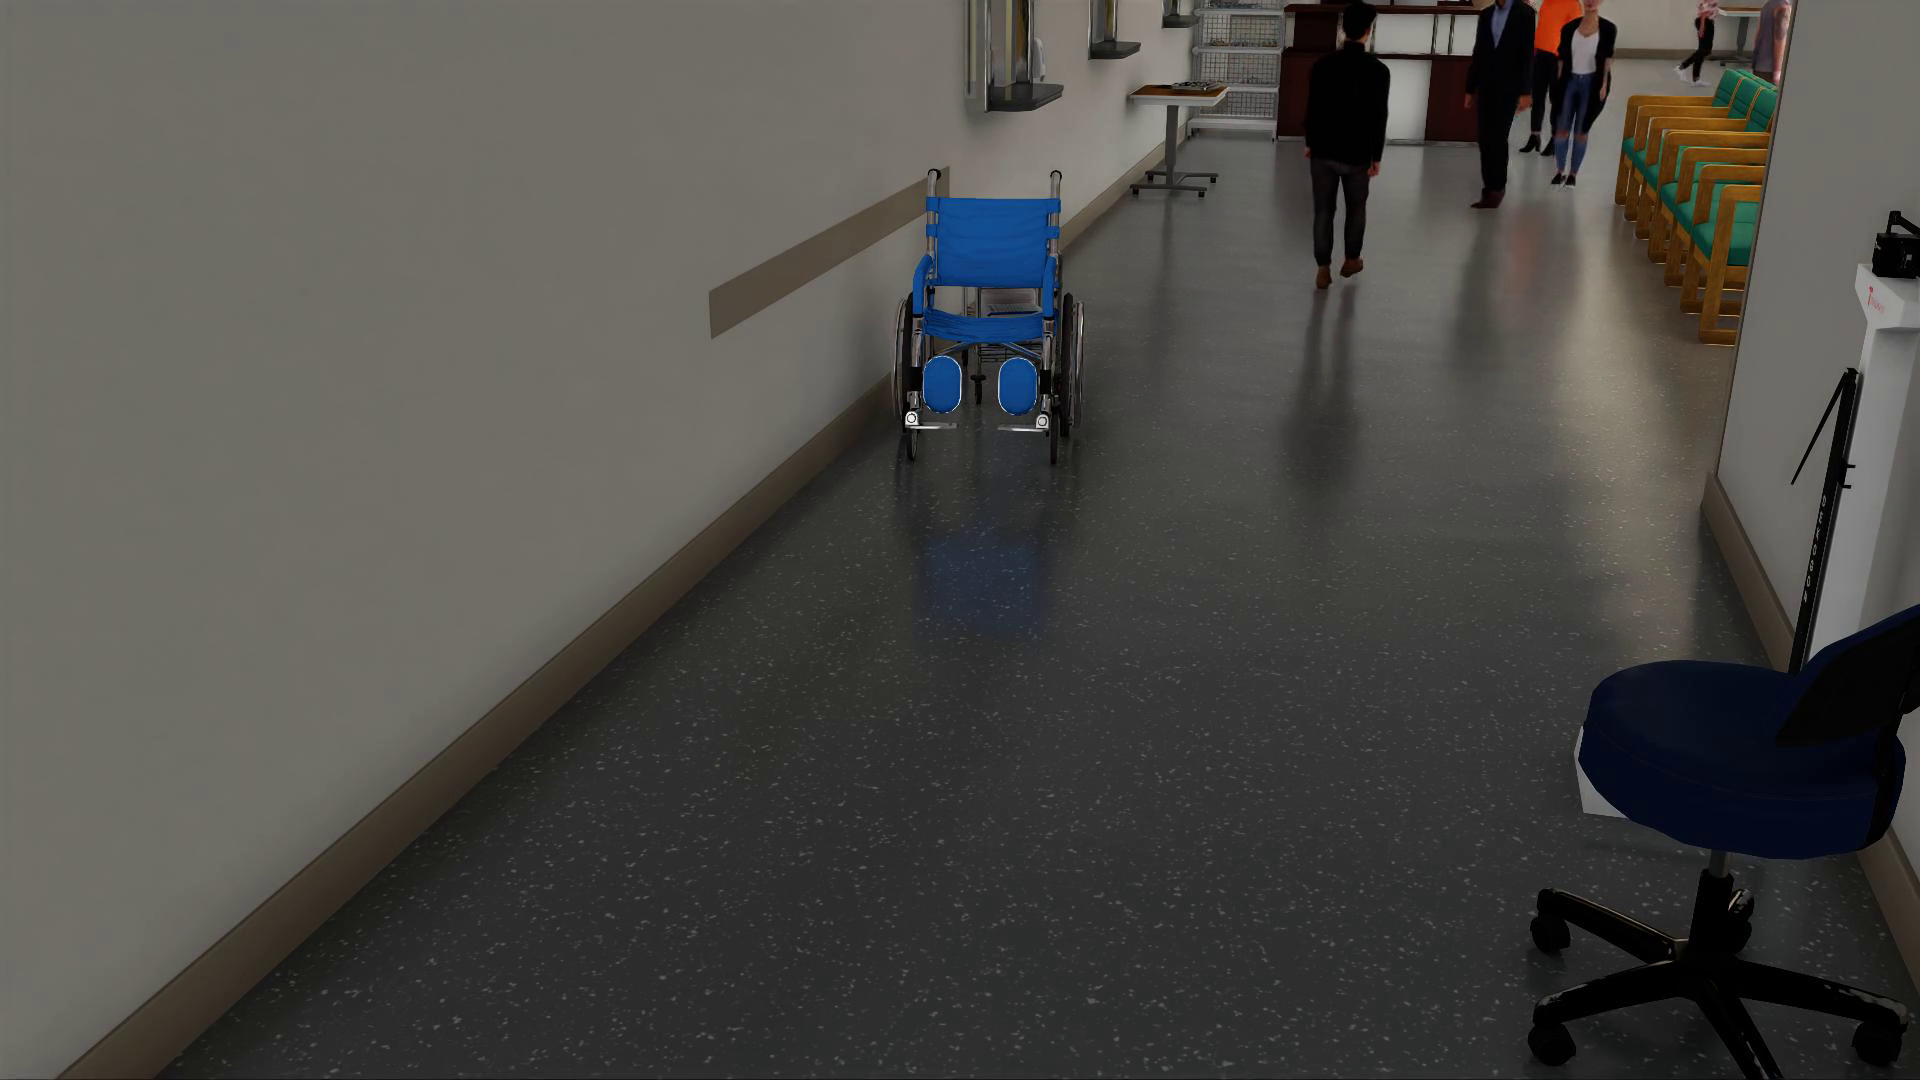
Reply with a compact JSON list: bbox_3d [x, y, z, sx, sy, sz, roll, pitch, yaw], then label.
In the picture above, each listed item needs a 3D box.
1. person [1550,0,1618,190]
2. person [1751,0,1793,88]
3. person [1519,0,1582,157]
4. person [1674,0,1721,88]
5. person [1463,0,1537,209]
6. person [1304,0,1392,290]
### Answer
[{"bbox_3d":[5.224,-3.796,13.955,0.698,1.674,0.740,10,23,24],"label":"person"},{"bbox_3d":[7.806,-4.572,16.045,0.642,1.835,0.676,0,21,1],"label":"person"},{"bbox_3d":[5.711,-4.608,15.993,0.758,1.747,0.705,-10,23,-25],"label":"person"},{"bbox_3d":[9.790,-6.830,22.042,0.758,1.618,0.640,9,22,22],"label":"person"},{"bbox_3d":[4.242,-3.498,12.910,0.873,1.855,0.792,-17,27,-38],"label":"person"},{"bbox_3d":[2.329,-2.384,10.186,0.857,1.702,0.770,7,22,18],"label":"person"}]
